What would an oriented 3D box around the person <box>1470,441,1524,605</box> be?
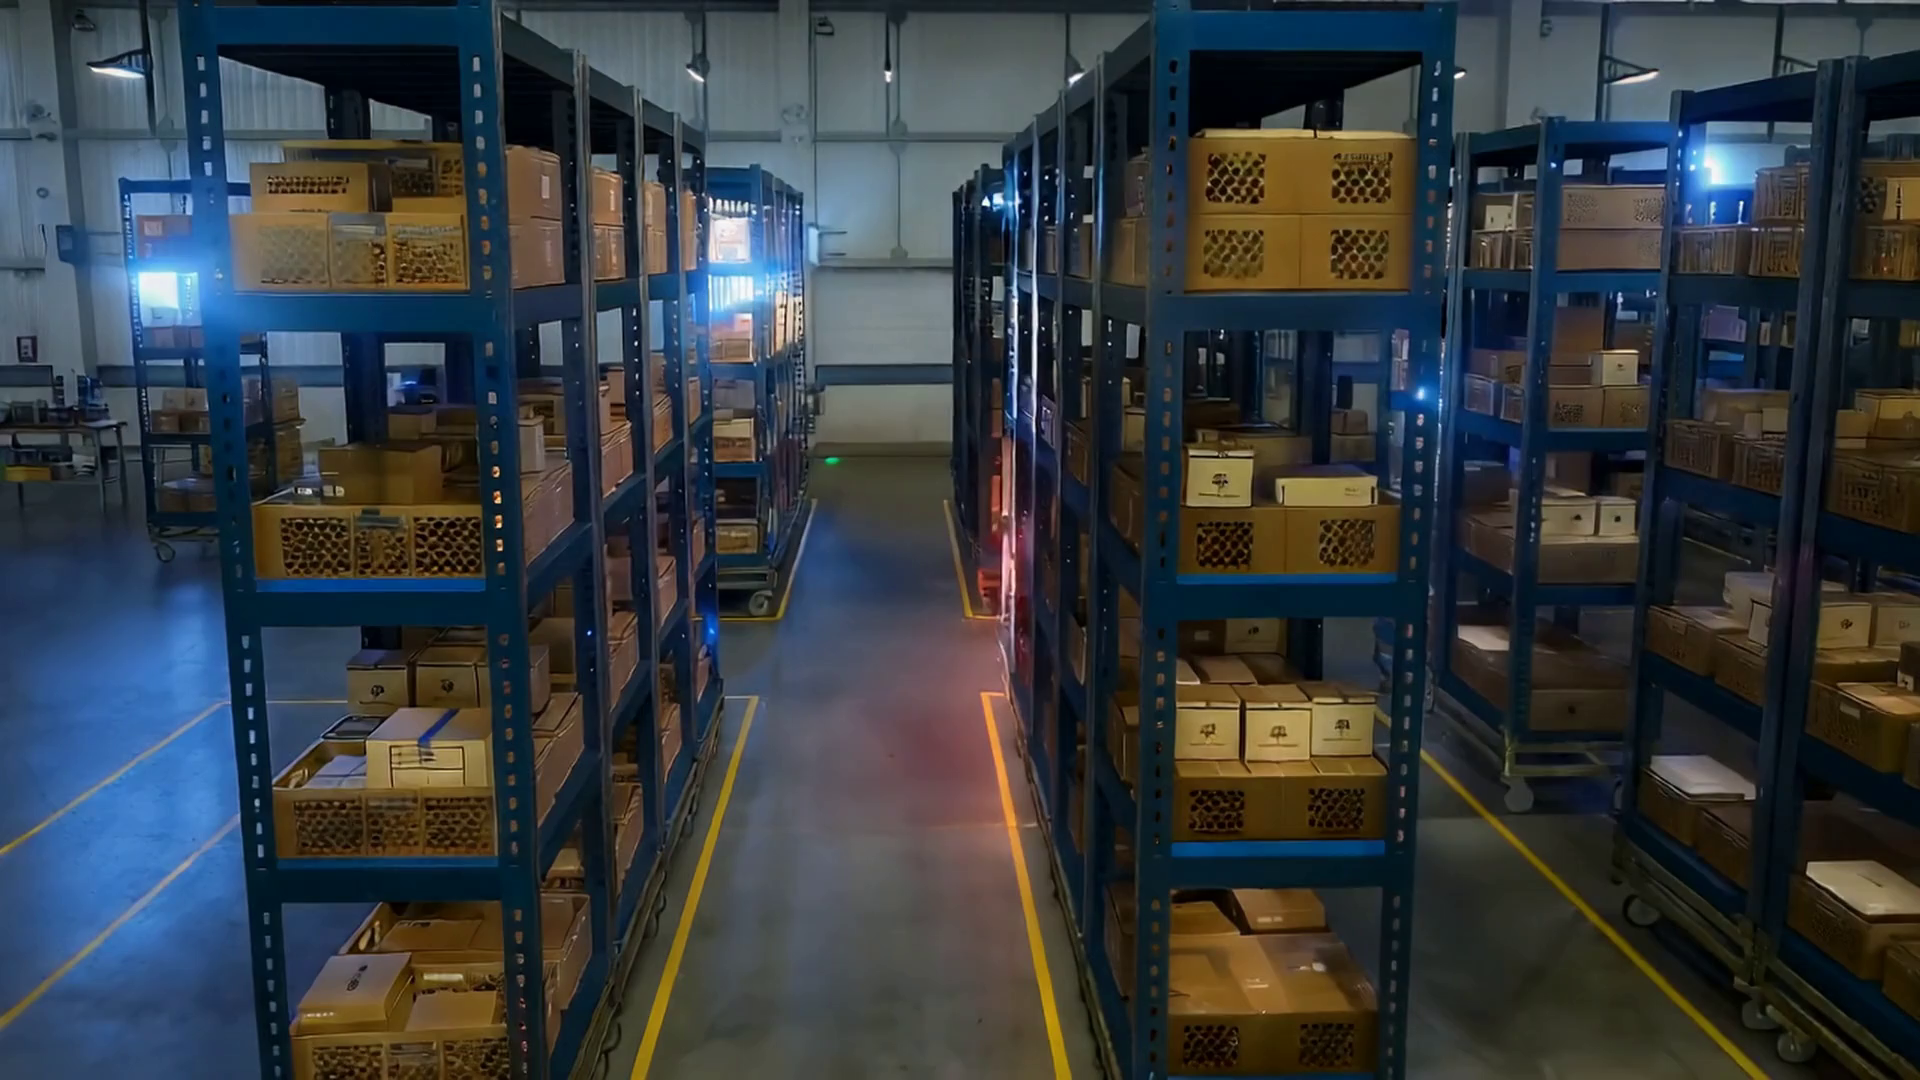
[{"bbox_3d":[3.957,-0.221,12.472,0.740,2.024,0.643,0,10,2],"label":"person"}]
